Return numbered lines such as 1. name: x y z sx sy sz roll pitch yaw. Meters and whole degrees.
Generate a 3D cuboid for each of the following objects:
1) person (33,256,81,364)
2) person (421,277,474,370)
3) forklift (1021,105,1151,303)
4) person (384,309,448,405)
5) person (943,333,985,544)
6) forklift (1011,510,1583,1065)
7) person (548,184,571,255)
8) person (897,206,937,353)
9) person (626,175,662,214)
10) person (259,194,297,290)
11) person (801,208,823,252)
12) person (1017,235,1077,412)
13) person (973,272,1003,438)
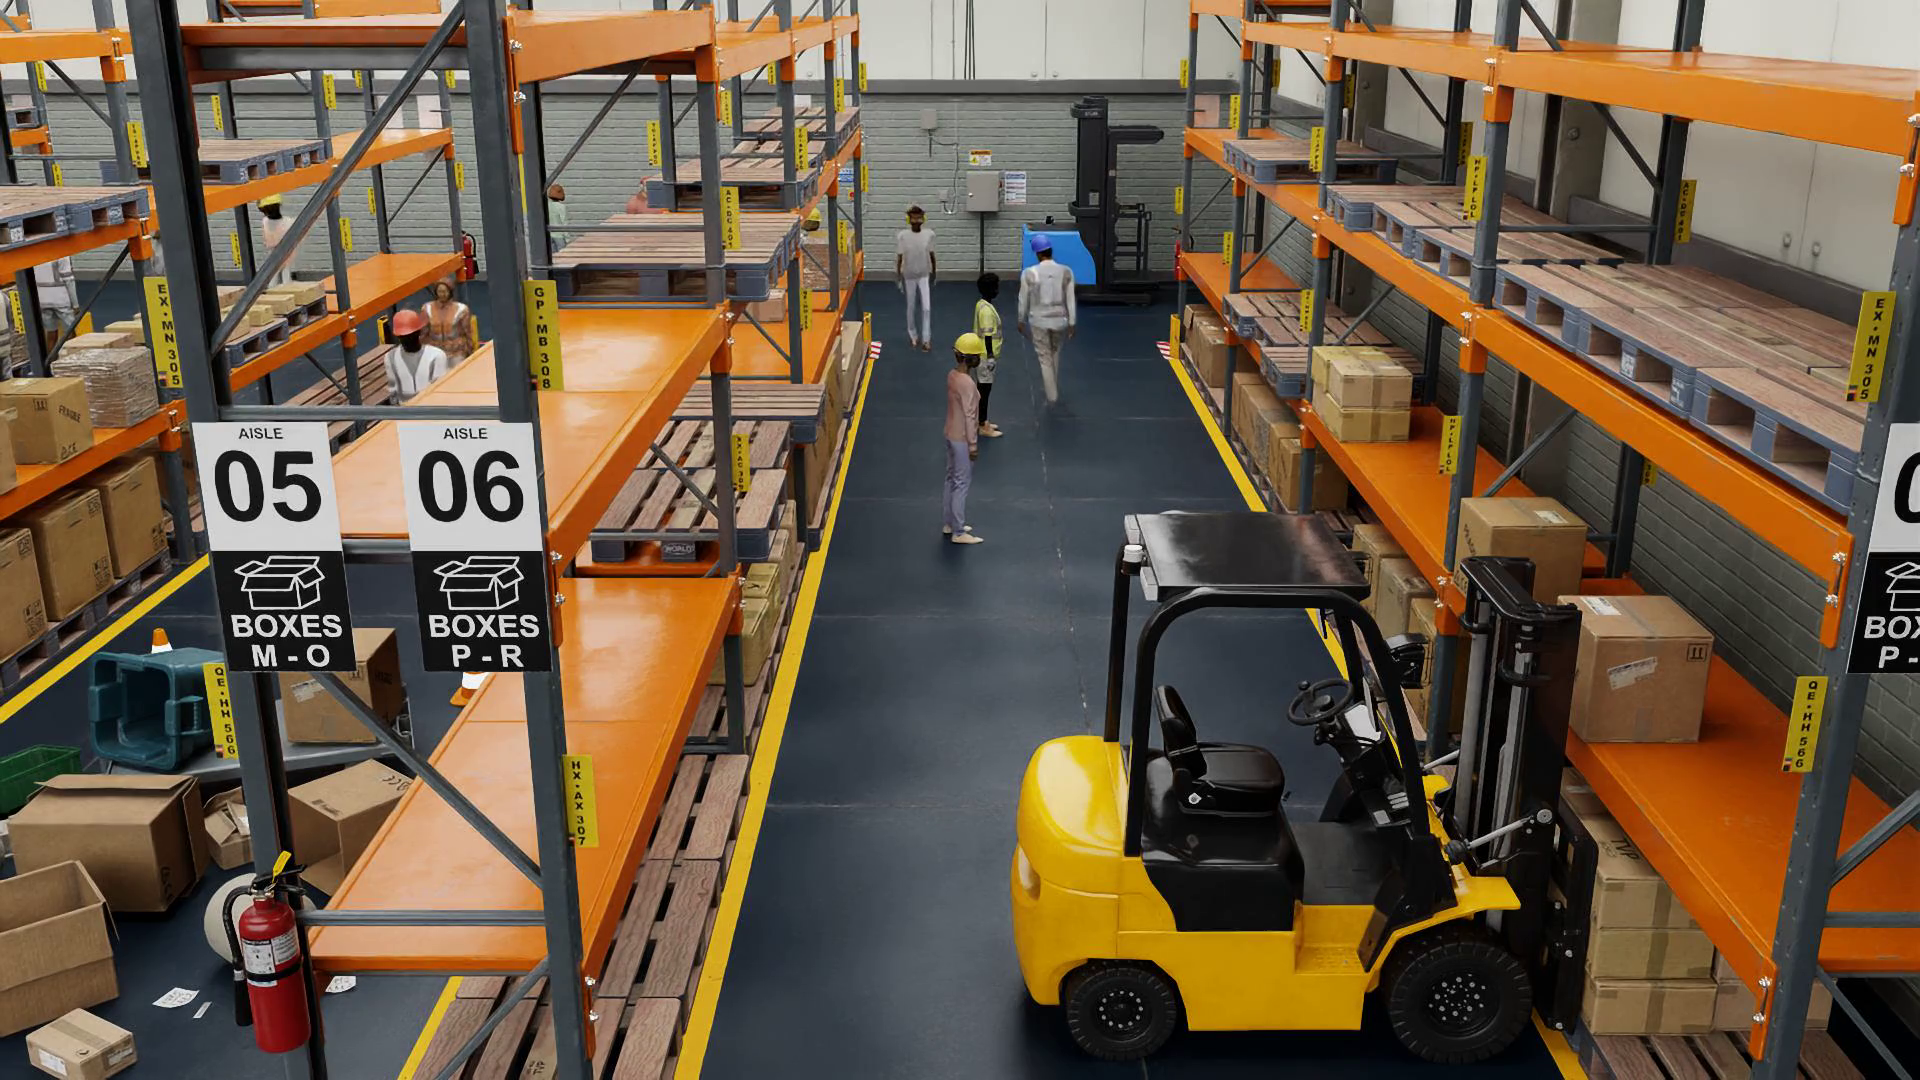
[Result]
1. person: -10.541 -2.774 19.392 0.552 1.923 0.390 1 18 4
2. person: -5.331 -1.960 17.396 0.516 1.613 0.672 0 18 1
3. forklift: 1.857 -4.944 24.441 1.873 2.768 1.129 0 18 0
4. person: -4.604 -1.041 14.212 0.547 1.888 0.981 -2 18 -6
5. person: 0.043 -0.845 13.810 0.343 1.760 0.530 -6 19 -17
6. forklift: 1.387 1.055 7.378 2.313 2.155 1.214 0 18 0
7. person: -6.126 -4.601 25.378 0.503 1.628 0.279 17 25 41
8. person: -0.535 -3.279 21.046 0.527 1.837 0.872 -2 18 -7
9. person: -4.481 -4.324 24.110 0.649 1.901 0.400 -15 24 -38
10. person: -9.009 -3.650 22.066 0.637 1.903 0.476 7 19 19
11. person: -1.936 -3.475 21.802 0.324 1.733 0.492 0 18 -1
12. person: 0.934 -2.409 18.314 0.627 1.888 0.946 -5 19 -15
13. person: 0.279 -1.906 17.109 0.318 1.698 0.534 -2 18 -5
